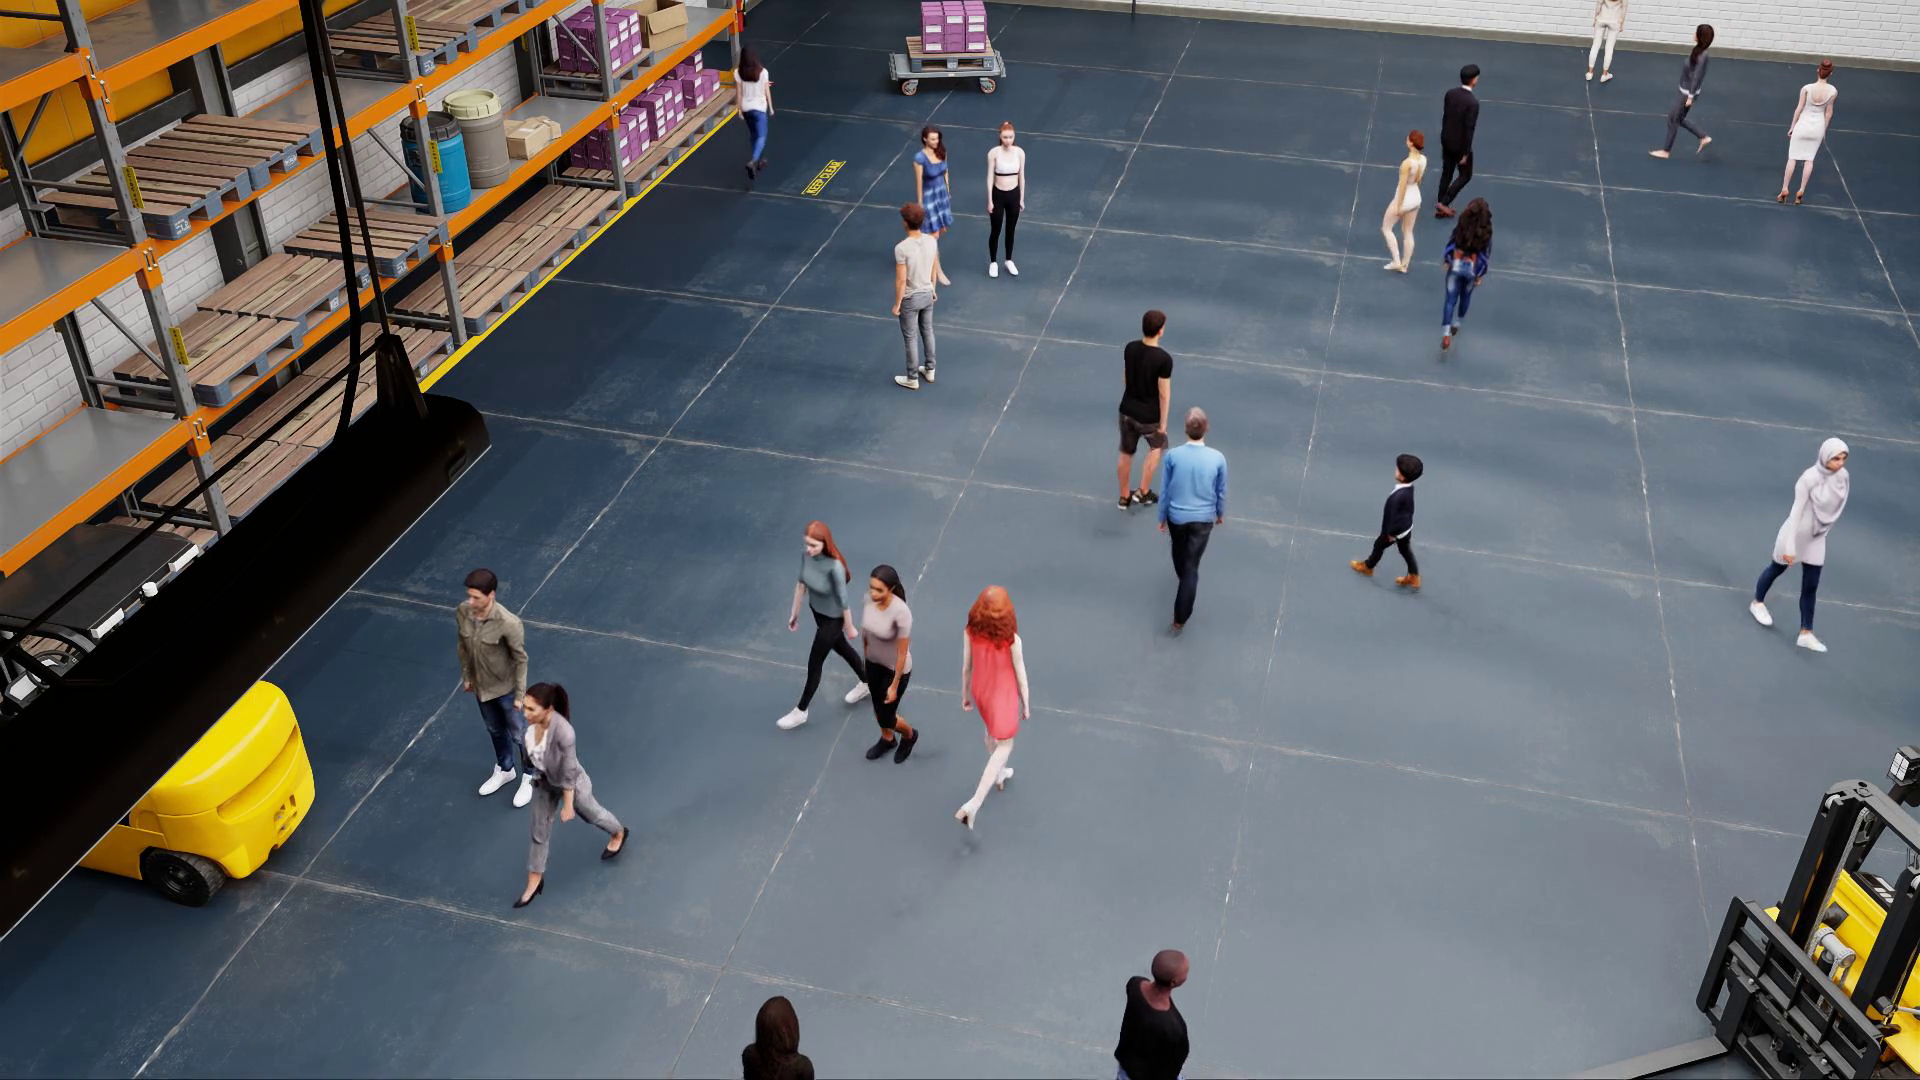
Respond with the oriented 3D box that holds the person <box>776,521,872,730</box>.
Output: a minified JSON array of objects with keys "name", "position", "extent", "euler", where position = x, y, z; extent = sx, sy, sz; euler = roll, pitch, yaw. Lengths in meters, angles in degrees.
[{"name":"person","position":[-0.892,0.548,12.010],"extent":[1.117,1.698,1.007],"euler":[-21,39,-29]}]

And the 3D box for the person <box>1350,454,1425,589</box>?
[{"name":"person","position":[3.602,-0.125,13.471],"extent":[0.790,1.200,0.853],"euler":[25,41,33]}]

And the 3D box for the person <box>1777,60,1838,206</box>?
[{"name":"person","position":[10.291,-4.950,20.196],"extent":[0.587,1.793,0.503],"euler":[11,35,16]}]

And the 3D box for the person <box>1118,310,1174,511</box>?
[{"name":"person","position":[1.506,-1.070,14.314],"extent":[0.764,1.842,0.767],"euler":[22,39,29]}]

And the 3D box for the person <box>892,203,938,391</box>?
[{"name":"person","position":[-0.427,-2.376,16.237],"extent":[0.701,1.889,0.802],"euler":[-25,41,-32]}]

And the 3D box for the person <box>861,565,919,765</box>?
[{"name":"person","position":[-0.437,0.865,11.509],"extent":[0.798,1.725,0.758],"euler":[-26,42,-33]}]

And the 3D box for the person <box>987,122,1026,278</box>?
[{"name":"person","position":[0.500,-3.792,18.501],"extent":[0.664,1.740,0.666],"euler":[-6,34,-10]}]

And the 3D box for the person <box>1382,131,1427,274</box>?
[{"name":"person","position":[5.027,-3.722,18.492],"extent":[0.643,1.634,0.711],"euler":[-21,39,-28]}]

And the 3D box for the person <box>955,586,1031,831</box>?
[{"name":"person","position":[0.204,1.130,11.042],"extent":[0.780,1.800,1.143],"euler":[16,37,23]}]

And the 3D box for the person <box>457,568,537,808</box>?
[{"name":"person","position":[-3.107,0.961,11.235],"extent":[0.749,1.868,0.663],"euler":[16,37,23]}]

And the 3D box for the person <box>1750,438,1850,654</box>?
[{"name":"person","position":[6.468,-0.056,12.877],"extent":[0.919,1.744,1.115],"euler":[-7,34,-10]}]

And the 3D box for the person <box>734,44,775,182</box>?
[{"name":"person","position":[-2.601,-5.332,20.891],"extent":[0.625,1.659,1.044],"euler":[9,35,14]}]

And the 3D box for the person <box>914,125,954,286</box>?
[{"name":"person","position":[-0.337,-3.710,18.336],"extent":[0.953,1.786,1.000],"euler":[25,41,32]}]

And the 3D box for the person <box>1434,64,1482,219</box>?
[{"name":"person","position":[5.830,-4.698,19.748],"extent":[0.899,1.869,0.842],"euler":[-18,38,-25]}]

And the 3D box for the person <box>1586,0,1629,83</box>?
[{"name":"person","position":[9.422,-7.531,24.150],"extent":[0.647,1.713,0.630],"euler":[17,37,24]}]

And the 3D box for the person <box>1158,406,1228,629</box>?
[{"name":"person","position":[1.798,-0.146,12.986],"extent":[0.670,1.774,1.147],"euler":[7,34,11]}]

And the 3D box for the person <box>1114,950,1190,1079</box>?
[{"name":"person","position":[0.901,2.799,8.622],"extent":[1.168,1.699,1.069],"euler":[-20,39,-27]}]

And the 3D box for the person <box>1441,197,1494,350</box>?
[{"name":"person","position":[5.129,-2.699,16.993],"extent":[0.657,1.589,1.046],"euler":[10,35,15]}]

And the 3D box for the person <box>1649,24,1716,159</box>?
[{"name":"person","position":[9.481,-5.753,21.443],"extent":[0.702,1.749,0.903],"euler":[10,35,14]}]

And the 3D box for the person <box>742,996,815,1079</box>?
[{"name":"person","position":[-0.919,2.995,8.394],"extent":[0.608,1.626,0.878],"euler":[10,35,14]}]

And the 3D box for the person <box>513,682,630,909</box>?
[{"name":"person","position":[-2.445,1.542,10.583],"extent":[0.927,1.622,1.202],"euler":[25,41,33]}]
